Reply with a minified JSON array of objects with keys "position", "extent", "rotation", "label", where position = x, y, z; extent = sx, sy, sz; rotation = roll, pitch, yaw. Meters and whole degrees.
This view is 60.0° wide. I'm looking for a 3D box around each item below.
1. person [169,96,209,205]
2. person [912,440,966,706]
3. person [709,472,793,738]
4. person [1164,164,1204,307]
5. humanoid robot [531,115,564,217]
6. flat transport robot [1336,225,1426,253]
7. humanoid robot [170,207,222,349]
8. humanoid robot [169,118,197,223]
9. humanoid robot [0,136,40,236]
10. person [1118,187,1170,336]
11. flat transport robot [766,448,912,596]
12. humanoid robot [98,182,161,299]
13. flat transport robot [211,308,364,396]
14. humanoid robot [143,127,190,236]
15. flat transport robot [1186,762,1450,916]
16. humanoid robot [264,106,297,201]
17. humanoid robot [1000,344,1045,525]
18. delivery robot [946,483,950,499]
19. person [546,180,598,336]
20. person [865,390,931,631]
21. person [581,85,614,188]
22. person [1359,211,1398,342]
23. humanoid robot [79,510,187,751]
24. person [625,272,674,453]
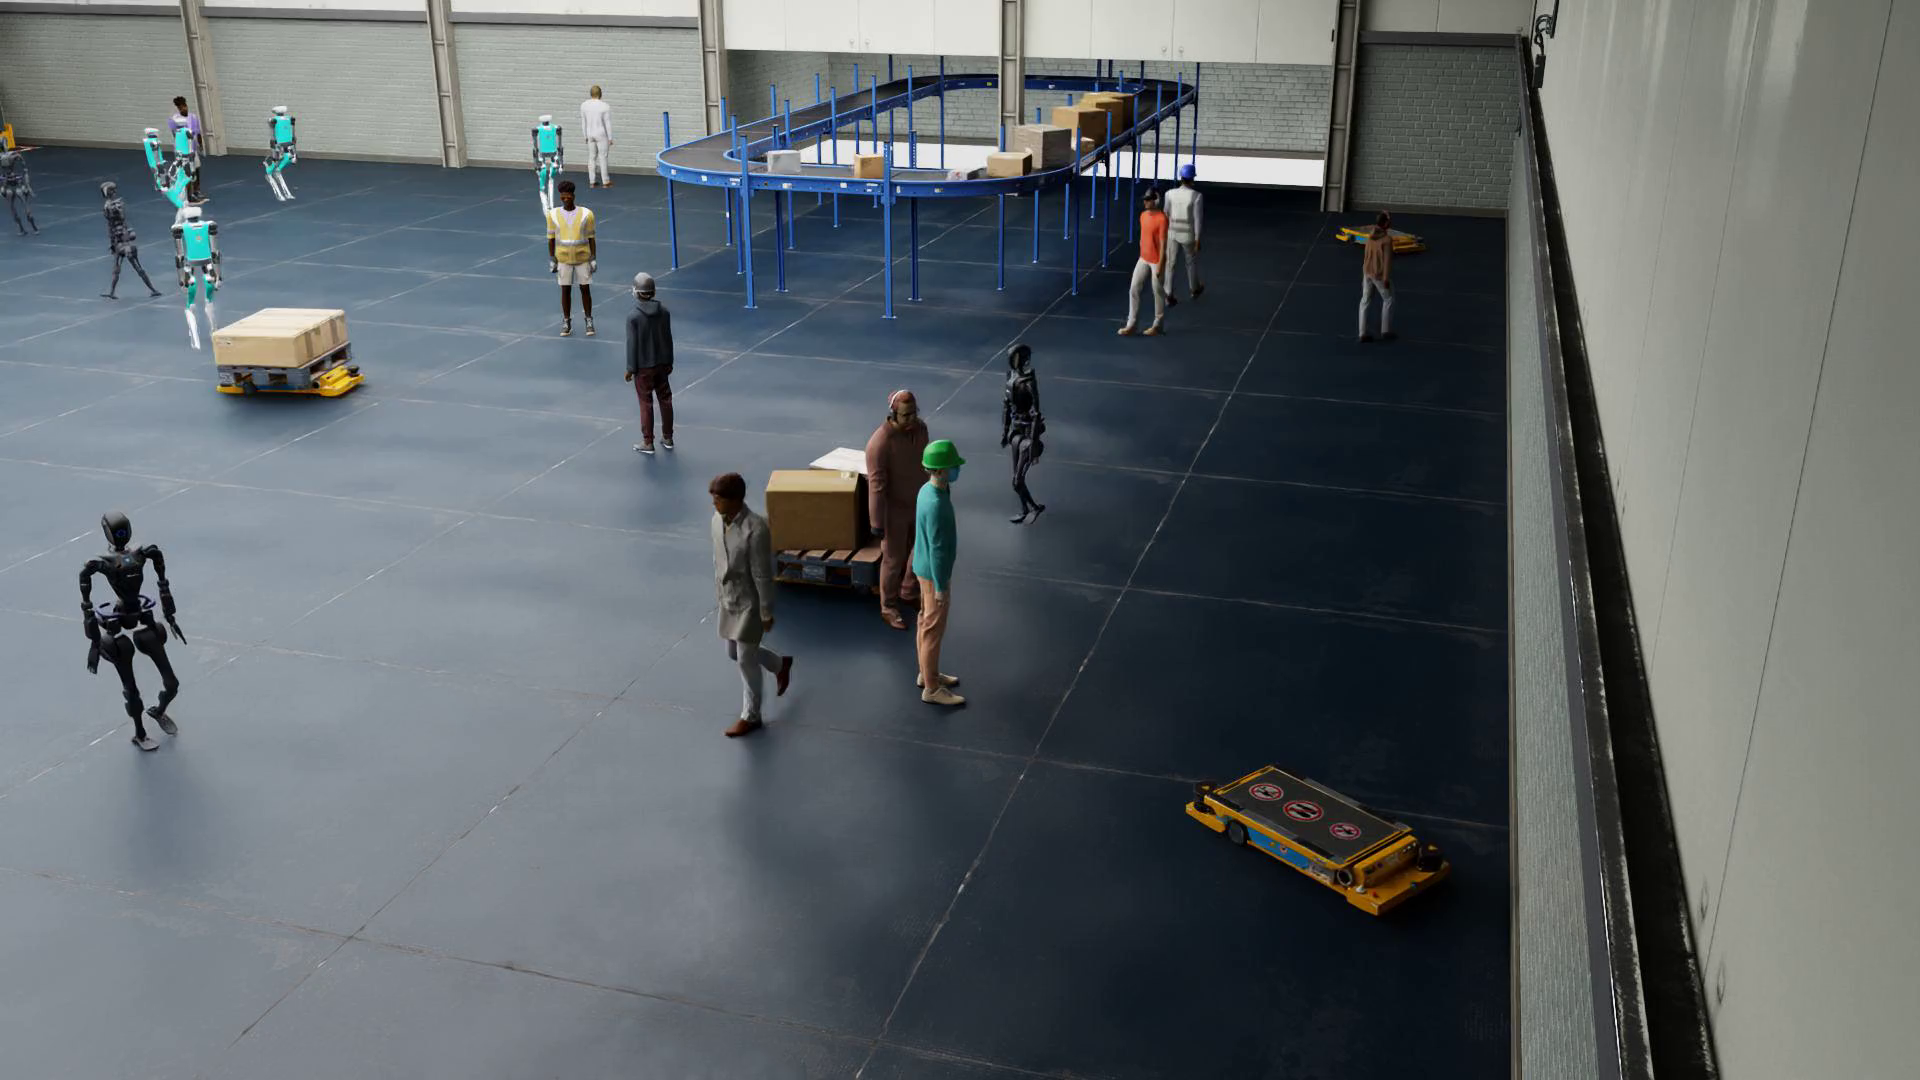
[{"position":[-14.021,-7.104,30.277],"extent":[0.463,1.941,0.624],"rotation":[8,22,19],"label":"person"},{"position":[-0.147,0.210,11.401],"extent":[0.366,1.874,0.511],"rotation":[-2,21,-4],"label":"person"},{"position":[-1.379,0.369,11.084],"extent":[0.544,1.805,0.681],"rotation":[17,27,37],"label":"person"},{"position":[3.082,-4.197,22.799],"extent":[0.632,1.890,0.982],"rotation":[13,25,30],"label":"person"},{"position":[-7.268,-6.584,29.235],"extent":[0.532,1.783,0.837],"rotation":[-10,23,-25],"label":"humanoid robot"},{"position":[6.750,-4.834,26.716],"extent":[0.659,0.231,1.431],"rotation":[-10,23,-24],"label":"flat transport robot"},{"position":[-9.493,-3.250,20.613],"extent":[0.534,1.802,0.790],"rotation":[-19,28,-40],"label":"humanoid robot"},{"position":[-13.393,-6.257,28.429],"extent":[0.535,1.820,0.751],"rotation":[14,25,32],"label":"humanoid robot"},{"position":[-15.518,-5.813,27.307],"extent":[0.591,1.637,0.391],"rotation":[-4,22,-11],"label":"humanoid robot"},{"position":[2.322,-3.473,20.933],"extent":[0.789,1.888,0.507],"rotation":[-17,27,-38],"label":"person"},{"position":[-1.007,0.201,13.656],"extent":[1.431,0.231,0.659],"rotation":[6,22,14],"label":"flat transport robot"},{"position":[-11.589,-4.125,22.981],"extent":[0.603,1.624,0.774],"rotation":[19,28,41],"label":"humanoid robot"},{"position":[-7.617,-1.823,18.906],"extent":[1.431,0.231,0.659],"rotation":[2,21,5],"label":"flat transport robot"},{"position":[-13.016,-5.909,27.497],"extent":[0.685,1.822,0.541],"rotation":[-16,26,-35],"label":"humanoid robot"},{"position":[2.072,1.710,9.741],"extent":[0.659,0.231,1.431],"rotation":[-17,27,-36],"label":"flat transport robot"},{"position":[-12.384,-7.021,30.162],"extent":[0.735,1.677,0.533],"rotation":[12,24,28],"label":"humanoid robot"},{"position":[0.556,-0.931,14.627],"extent":[0.356,1.642,0.601],"rotation":[-11,24,-26],"label":"humanoid robot"},{"position":[-0.447,-0.601,15.358],"extent":[0.519,0.608,0.780],"rotation":[-9,23,-23],"label":"delivery robot"},{"position":[-4.906,-3.571,21.082],"extent":[0.612,1.964,0.361],"rotation":[-3,21,-9],"label":"person"},{"position":[-0.420,-0.238,12.545],"extent":[0.396,1.891,0.668],"rotation":[16,26,36],"label":"person"},{"position":[-6.966,-7.754,31.992],"extent":[0.623,1.930,0.375],"rotation":[7,22,17],"label":"person"},{"position":[5.296,-3.302,20.829],"extent":[0.659,1.626,0.499],"rotation":[-13,25,-30],"label":"person"},{"position":[-5.351,0.574,10.731],"extent":[0.359,1.641,0.609],"rotation":[17,27,37],"label":"humanoid robot"},{"position":[-3.091,-1.766,16.613],"extent":[0.545,1.811,0.367],"rotation":[-19,28,-39],"label":"person"}]
